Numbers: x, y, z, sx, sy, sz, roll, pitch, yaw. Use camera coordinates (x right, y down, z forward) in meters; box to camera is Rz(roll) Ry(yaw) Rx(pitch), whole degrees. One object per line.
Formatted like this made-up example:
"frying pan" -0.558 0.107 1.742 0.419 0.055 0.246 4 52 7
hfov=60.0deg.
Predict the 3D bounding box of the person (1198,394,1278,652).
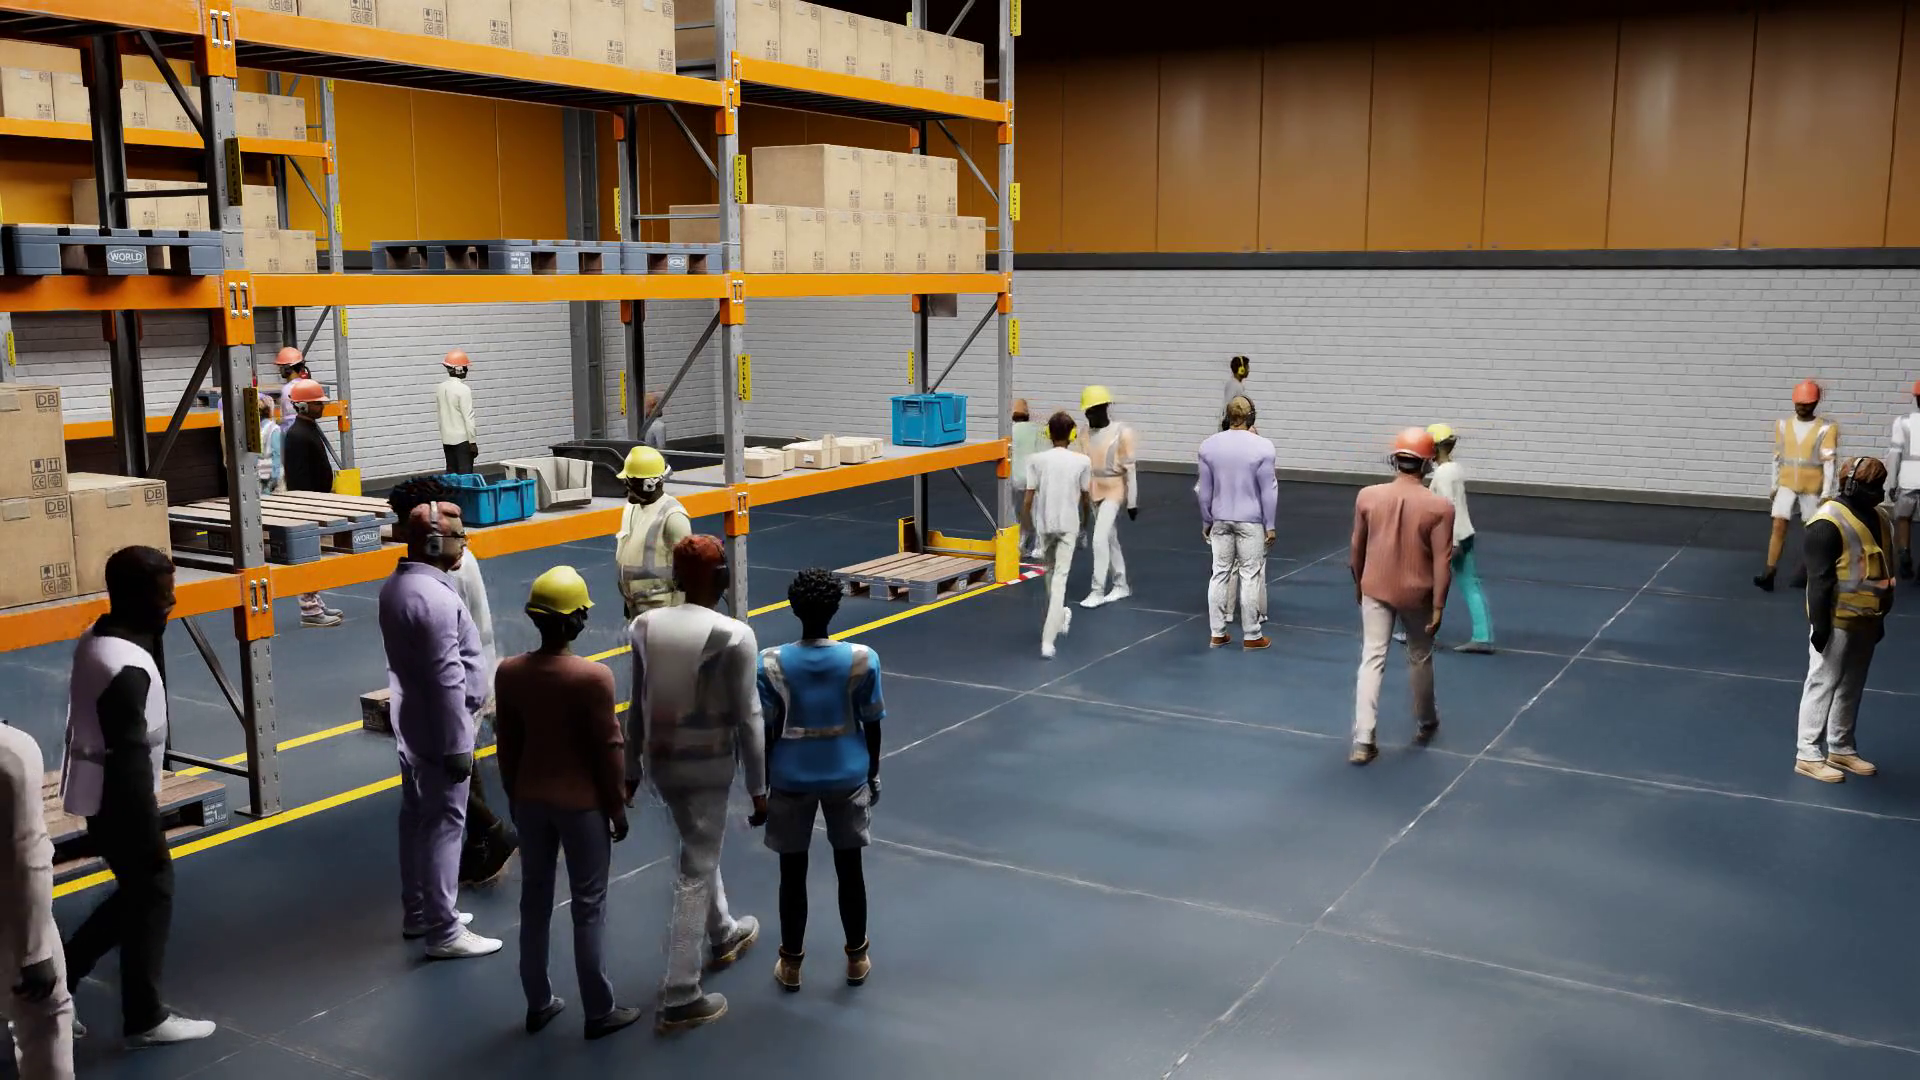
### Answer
"person" 2.093 -0.127 12.531 0.627 1.941 0.371 6 11 33

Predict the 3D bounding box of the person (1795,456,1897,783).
"person" 4.985 0.441 9.335 0.619 1.836 0.431 -6 11 -32

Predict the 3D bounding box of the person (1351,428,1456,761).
"person" 2.603 0.306 9.855 0.626 1.941 1.046 5 10 28

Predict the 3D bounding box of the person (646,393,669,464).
"person" -3.256 -0.710 17.189 0.507 1.609 0.697 8 12 39

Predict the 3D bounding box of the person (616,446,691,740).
"person" -1.833 0.349 9.905 0.404 1.828 0.592 -8 12 -42

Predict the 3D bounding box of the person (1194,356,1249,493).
"person" 3.363 -1.379 20.702 0.921 1.838 0.542 -1 9 -8

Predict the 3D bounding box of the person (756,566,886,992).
"person" -0.562 0.946 6.587 0.541 1.696 0.315 -2 9 -11

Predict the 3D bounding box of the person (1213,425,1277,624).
"person" 2.301 -0.129 13.467 0.514 1.642 0.310 1 9 9

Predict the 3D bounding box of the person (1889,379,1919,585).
"person" 8.753 -0.532 15.135 0.543 1.921 0.518 5 11 30

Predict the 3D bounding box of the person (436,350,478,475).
"person" -5.564 -1.110 18.494 0.611 1.995 0.380 7 12 39

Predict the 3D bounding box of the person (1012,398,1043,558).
"person" 0.632 -0.620 16.659 0.662 1.594 0.518 9 13 43

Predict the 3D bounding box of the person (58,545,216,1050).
"person" -3.038 0.955 5.945 0.561 1.886 0.638 -6 11 -32

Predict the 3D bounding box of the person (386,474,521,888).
"person" -2.311 0.666 7.556 0.481 1.940 0.655 -2 9 -13

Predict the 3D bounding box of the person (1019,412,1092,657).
"person" 0.736 -0.064 12.587 0.510 1.789 1.064 2 9 15

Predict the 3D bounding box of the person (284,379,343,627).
"person" -5.236 -0.300 13.435 0.381 1.994 0.622 -3 9 -15

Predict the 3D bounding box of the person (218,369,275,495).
"person" -7.618 -0.931 17.840 0.567 1.844 0.375 -3 9 -16

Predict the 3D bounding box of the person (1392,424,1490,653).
"person" 3.655 -0.011 12.514 0.839 1.697 0.535 7 11 35

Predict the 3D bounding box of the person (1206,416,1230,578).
"person" 2.285 -0.224 13.890 0.534 1.697 0.318 2 9 14

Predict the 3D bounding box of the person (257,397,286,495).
"person" -7.009 -0.612 16.591 0.542 1.607 0.771 4 10 25

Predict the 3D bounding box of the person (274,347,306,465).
"person" -7.216 -1.066 18.081 0.387 2.039 0.627 0 9 -1

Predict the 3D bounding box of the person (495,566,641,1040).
"person" -1.469 0.974 6.195 0.523 1.769 0.322 3 10 20

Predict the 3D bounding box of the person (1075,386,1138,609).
"person" 1.169 -0.364 14.190 0.885 1.876 0.600 -8 12 -42

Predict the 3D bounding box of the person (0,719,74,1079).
"person" -2.958 1.137 4.886 0.655 1.874 0.932 2 9 9

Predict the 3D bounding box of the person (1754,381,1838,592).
"person" 7.440 -0.461 14.778 0.567 1.883 0.972 9 12 43

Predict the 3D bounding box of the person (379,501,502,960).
"person" -2.170 0.783 6.960 0.402 1.904 0.652 -6 11 -33

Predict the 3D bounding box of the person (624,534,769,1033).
"person" -0.991 0.888 6.524 0.634 1.829 0.955 5 10 29
